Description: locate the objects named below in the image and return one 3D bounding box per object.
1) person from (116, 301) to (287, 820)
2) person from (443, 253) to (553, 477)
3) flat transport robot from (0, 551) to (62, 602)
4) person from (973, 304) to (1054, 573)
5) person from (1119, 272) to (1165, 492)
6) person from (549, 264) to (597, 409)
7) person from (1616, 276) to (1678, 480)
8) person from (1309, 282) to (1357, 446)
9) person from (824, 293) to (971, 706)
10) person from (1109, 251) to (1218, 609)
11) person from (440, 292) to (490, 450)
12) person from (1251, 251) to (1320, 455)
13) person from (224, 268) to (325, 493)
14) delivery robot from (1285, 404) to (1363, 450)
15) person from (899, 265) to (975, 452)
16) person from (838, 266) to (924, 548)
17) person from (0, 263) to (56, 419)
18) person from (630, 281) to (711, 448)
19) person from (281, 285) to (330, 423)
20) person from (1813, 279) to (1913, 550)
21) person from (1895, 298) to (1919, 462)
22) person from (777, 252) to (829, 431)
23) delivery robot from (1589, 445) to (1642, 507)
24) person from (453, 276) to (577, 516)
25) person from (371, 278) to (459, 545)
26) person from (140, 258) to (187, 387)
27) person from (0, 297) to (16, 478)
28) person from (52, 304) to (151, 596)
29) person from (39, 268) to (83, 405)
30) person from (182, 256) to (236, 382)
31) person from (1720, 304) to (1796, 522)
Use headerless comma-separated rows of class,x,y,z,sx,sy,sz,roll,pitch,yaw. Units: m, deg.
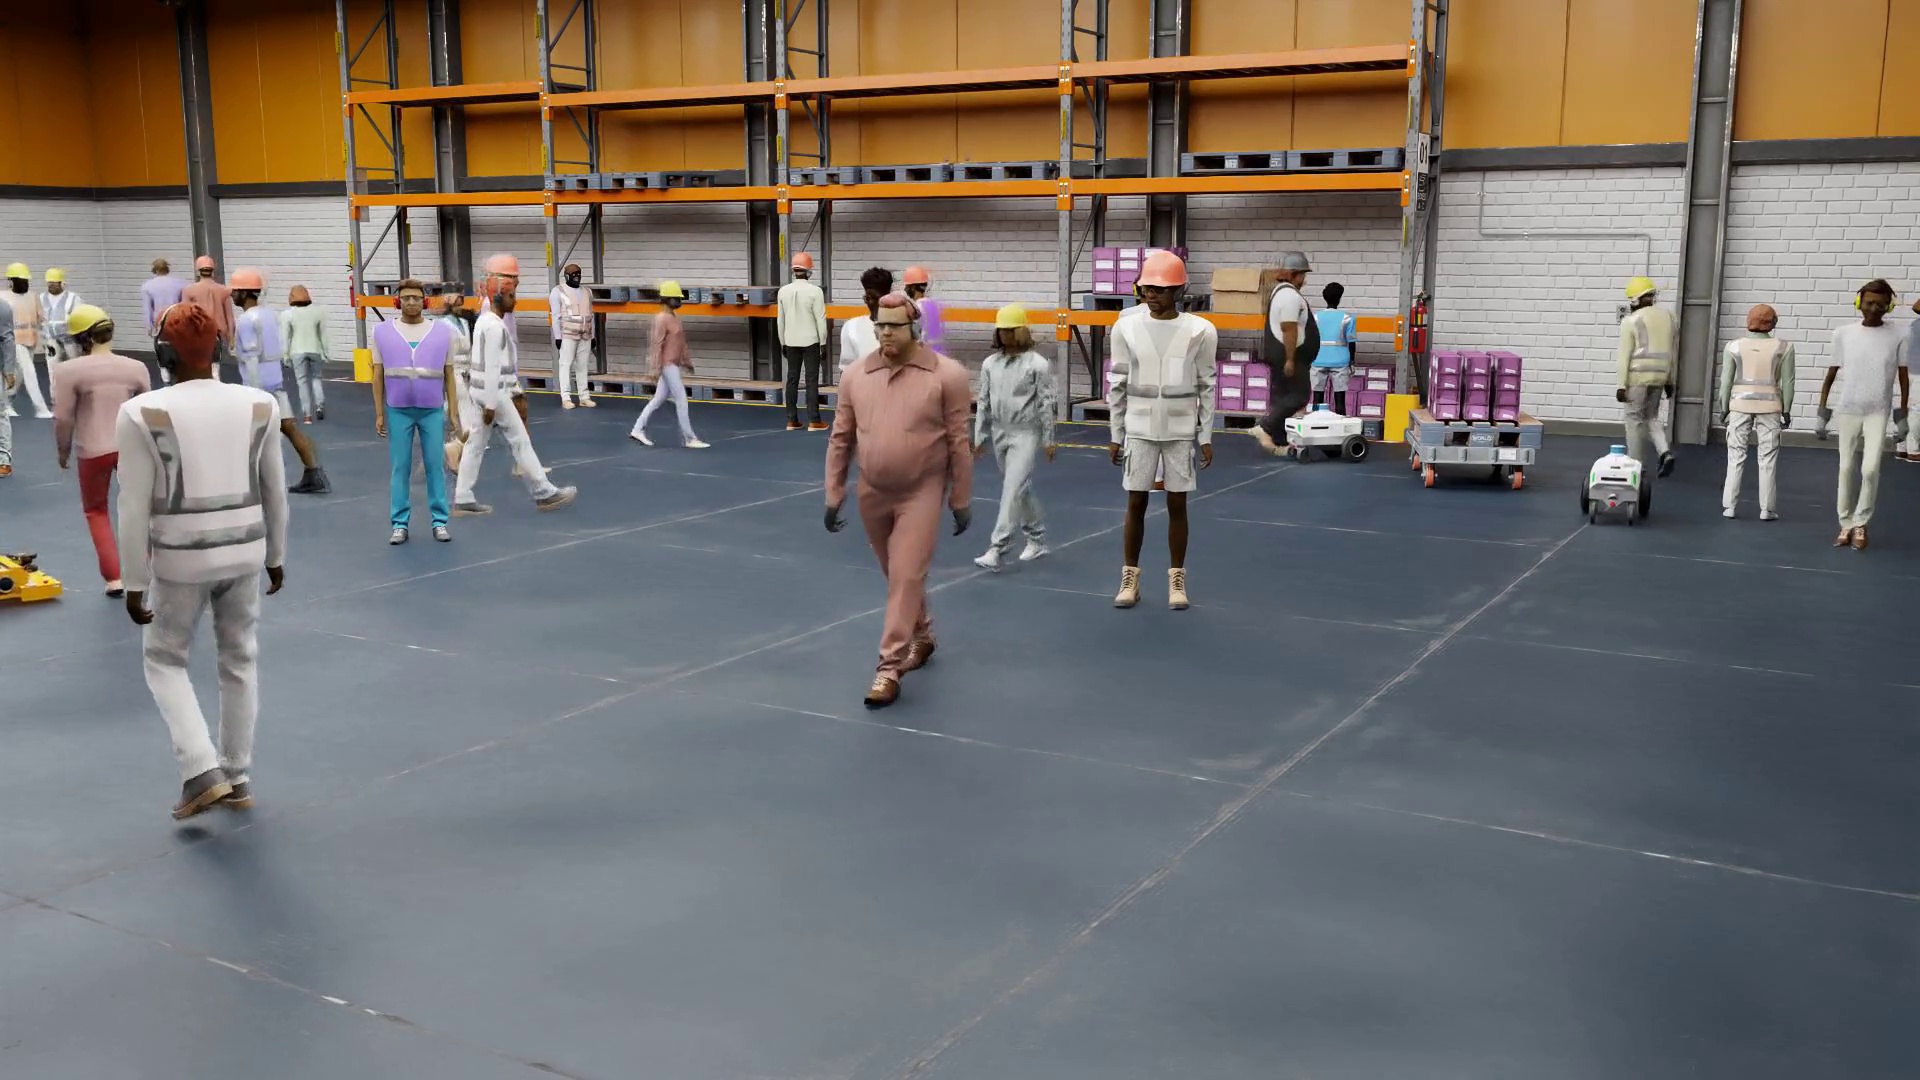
person,-2.708,0.085,5.974,0.601,1.875,0.505,-9,14,-43
person,-4.134,-1.521,14.703,0.880,2.012,0.599,-2,10,-11
flat transport robot,-5.981,0.274,9.453,1.431,0.197,0.652,-9,13,-41
person,0.324,-0.659,10.689,0.500,1.691,0.924,7,12,34
person,1.577,-1.341,14.059,0.514,1.876,0.328,6,11,29
person,-4.936,-2.611,21.348,0.429,1.844,0.625,9,13,42
person,6.040,-1.418,14.680,0.616,1.808,0.509,-4,11,-20
person,3.838,-1.815,17.241,0.538,1.695,0.319,4,11,20
person,-0.297,-0.222,7.795,0.665,1.858,1.011,4,11,21
person,1.148,-0.612,9.464,0.609,2.040,0.395,2,10,10
person,-5.206,-1.725,16.971,0.783,1.611,0.512,2,10,11
person,3.220,-1.822,16.310,0.603,2.000,0.699,0,10,-2
person,-5.819,-1.304,13.830,1.010,1.895,0.543,1,10,7
delivery robot,3.495,-1.069,15.986,0.707,0.478,0.477,-2,10,-14
person,-0.315,-1.727,16.236,1.005,1.896,0.543,6,12,31
person,-0.519,-0.940,11.627,0.649,1.938,0.723,3,10,15
person,-11.353,-2.403,20.083,1.003,1.880,0.604,3,11,18
person,-3.032,-1.806,17.116,0.899,1.724,0.532,1,10,7
person,-7.672,-2.175,19.488,0.529,1.620,0.348,-8,13,-37
person,6.134,-0.844,11.322,0.574,1.841,0.569,7,12,35
person,9.258,-1.566,16.013,0.279,1.633,0.497,2,10,9
person,-1.756,-2.219,18.682,0.621,1.997,0.372,5,11,25
delivery robot,4.982,-0.476,12.631,0.477,0.478,0.707,4,11,23
person,-3.490,-1.106,12.840,0.990,1.831,0.596,-6,11,-29
person,-3.800,-0.900,11.630,0.563,1.850,0.390,-4,11,-19
person,-11.560,-3.154,24.269,0.642,1.911,0.943,-6,12,-30
person,-8.750,-1.511,14.840,0.629,1.940,0.378,-1,10,-5
person,-4.981,-0.502,9.731,0.468,1.721,0.570,9,13,42
person,-11.877,-2.710,22.046,0.597,1.800,0.911,-1,10,-7
person,-9.595,-2.632,21.183,1.030,1.940,0.609,9,13,41
person,6.001,-0.956,12.547,0.513,1.640,0.309,6,12,31
